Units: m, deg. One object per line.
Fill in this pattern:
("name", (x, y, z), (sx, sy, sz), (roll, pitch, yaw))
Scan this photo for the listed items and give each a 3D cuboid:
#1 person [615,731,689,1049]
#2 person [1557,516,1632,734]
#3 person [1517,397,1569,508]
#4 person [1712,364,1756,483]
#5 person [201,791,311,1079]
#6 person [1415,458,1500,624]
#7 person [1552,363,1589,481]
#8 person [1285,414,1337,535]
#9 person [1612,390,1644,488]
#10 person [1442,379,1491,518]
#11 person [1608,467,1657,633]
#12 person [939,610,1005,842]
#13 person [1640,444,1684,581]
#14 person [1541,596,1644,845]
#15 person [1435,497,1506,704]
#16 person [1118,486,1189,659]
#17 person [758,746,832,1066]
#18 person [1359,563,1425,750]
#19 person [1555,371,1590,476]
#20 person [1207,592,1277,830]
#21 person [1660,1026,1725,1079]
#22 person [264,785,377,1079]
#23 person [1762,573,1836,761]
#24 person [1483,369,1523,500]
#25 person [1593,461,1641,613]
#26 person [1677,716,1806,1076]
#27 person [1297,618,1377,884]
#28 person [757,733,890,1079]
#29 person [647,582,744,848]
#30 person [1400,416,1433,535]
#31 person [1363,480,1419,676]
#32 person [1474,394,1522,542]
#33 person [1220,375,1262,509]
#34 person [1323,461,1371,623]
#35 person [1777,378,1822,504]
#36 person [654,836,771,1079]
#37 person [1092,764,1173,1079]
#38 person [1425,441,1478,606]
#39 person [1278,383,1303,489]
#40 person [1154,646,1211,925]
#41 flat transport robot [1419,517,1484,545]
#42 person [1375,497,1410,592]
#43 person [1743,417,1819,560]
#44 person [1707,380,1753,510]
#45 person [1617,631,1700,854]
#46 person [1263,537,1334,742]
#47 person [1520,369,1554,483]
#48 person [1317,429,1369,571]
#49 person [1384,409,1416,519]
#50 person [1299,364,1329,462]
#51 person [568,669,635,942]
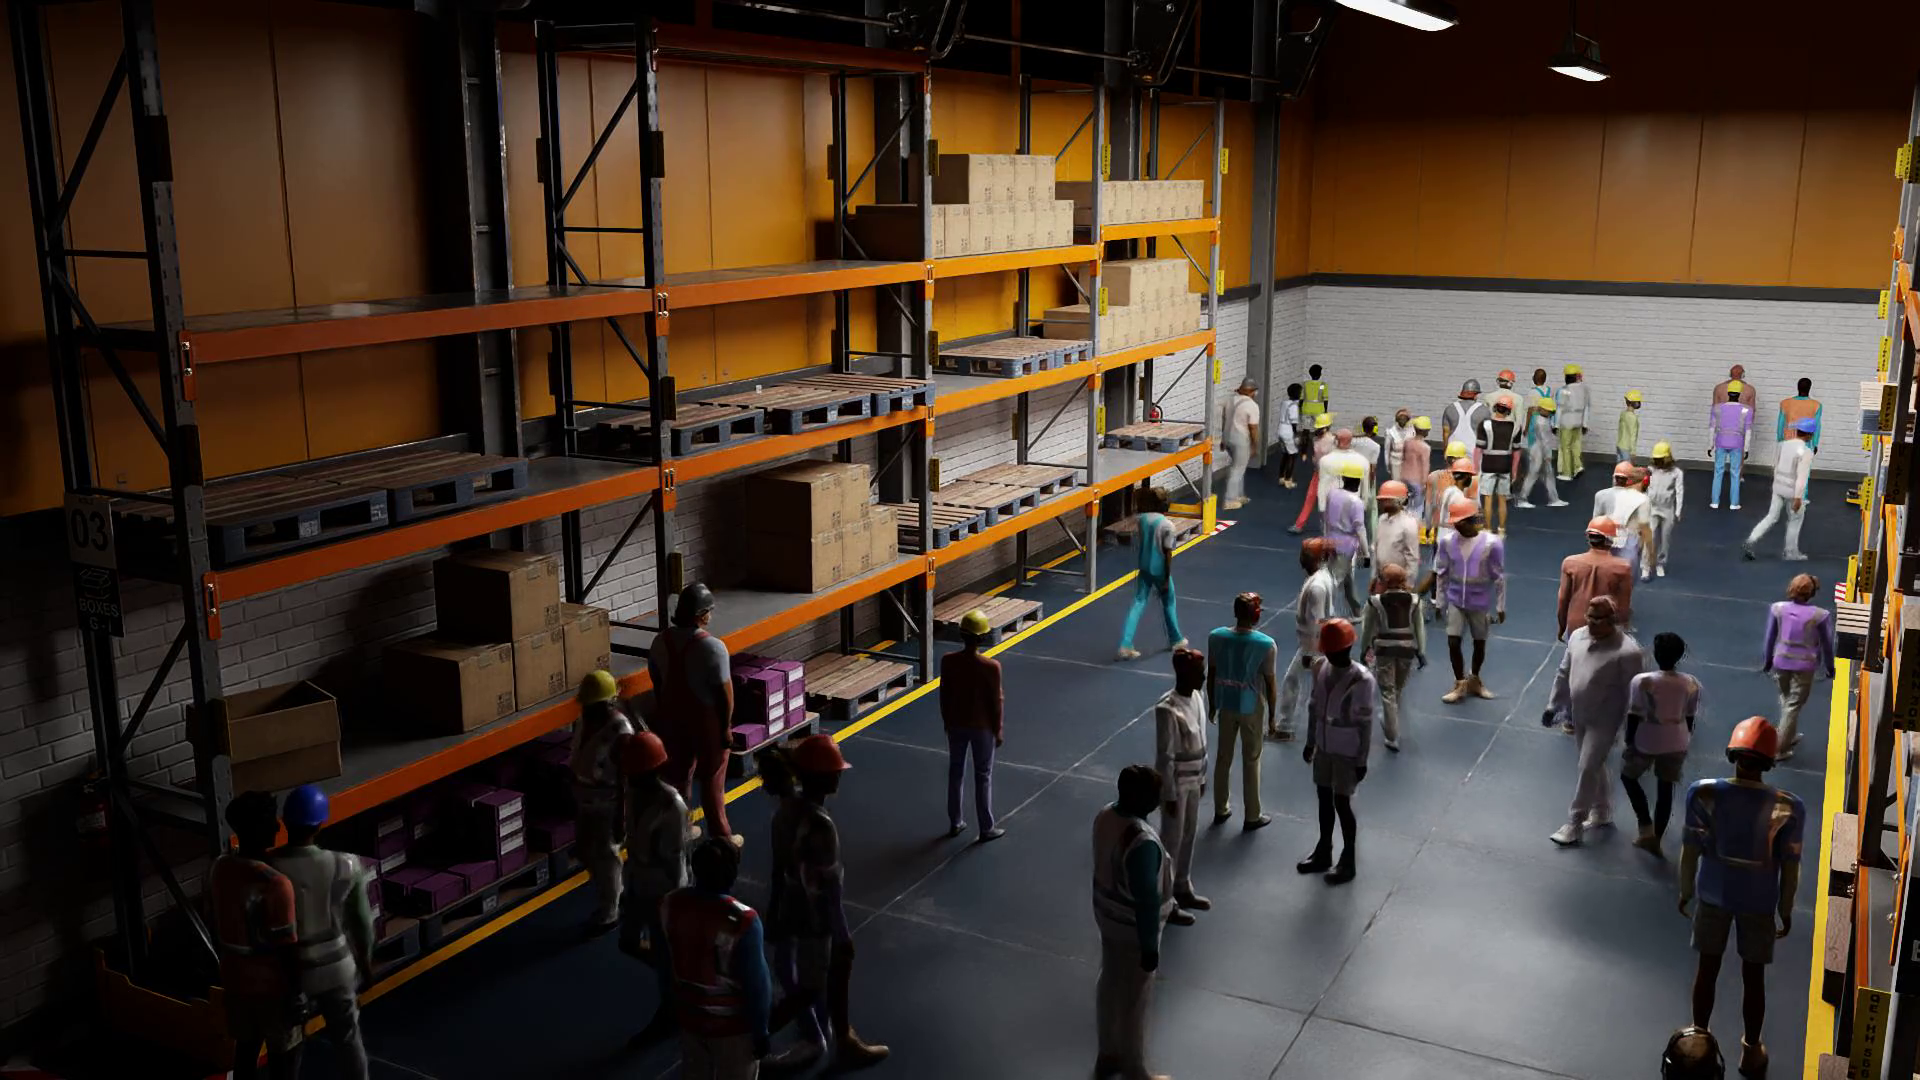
("person", (-1.744, 1.983, 9.509), (0.485, 1.918, 0.546), (-12, 17, -43))
("person", (5.628, 0.769, 14.790), (0.613, 1.985, 0.402), (7, 15, 30))
("person", (8.690, -1.276, 24.618), (0.820, 1.690, 0.517), (6, 14, 24))
("person", (12.439, -1.871, 26.789), (0.643, 1.910, 0.400), (7, 15, 30))
("person", (-3.520, 2.207, 8.396), (0.607, 1.966, 0.373), (7, 15, 30))
("person", (5.446, 0.030, 18.363), (1.043, 1.868, 0.556), (4, 13, 16))
("person", (9.857, -1.902, 26.922), (0.581, 1.907, 0.441), (-5, 14, -23))
("person", (4.946, -0.877, 22.796), (0.922, 1.707, 0.537), (-8, 15, -32))
("person", (9.980, -1.362, 24.827), (0.326, 1.767, 0.533), (1, 13, 2))
("person", (7.327, -1.325, 24.040), (0.681, 2.000, 0.536), (7, 15, 30))
("person", (7.308, 0.114, 18.120), (0.470, 1.808, 0.690), (0, 13, -1))
("person", (0.094, 1.390, 12.503), (0.526, 1.769, 0.328), (7, 15, 30))
("person", (8.575, -0.332, 20.378), (0.506, 1.692, 0.907), (6, 14, 26))
("person", (4.685, 1.338, 12.501), (0.850, 1.875, 0.651), (-5, 14, -22))
("person", (4.822, 0.566, 15.668), (0.646, 1.999, 0.627), (9, 15, 35))
("person", (2.013, 0.329, 17.184), (0.511, 1.806, 0.959), (12, 17, 42))
("person", (-0.890, 2.026, 9.487), (0.391, 1.850, 0.718), (5, 14, 22))
("person", (3.779, 0.990, 14.655), (0.527, 1.591, 0.820), (-1, 13, -5))
("person", (10.050, -1.910, 27.328), (0.564, 1.742, 0.347), (7, 15, 30))
("person", (2.141, 1.304, 12.715), (0.567, 1.841, 0.377), (9, 15, 34))
("person", (2.738, 2.713, 6.405), (0.505, 1.845, 0.345), (0, 13, -2))
("person", (-3.319, 2.201, 8.533), (0.636, 1.922, 0.418), (-5, 14, -23))
("person", (7.243, 1.072, 14.294), (0.754, 1.610, 0.520), (-9, 15, -34))
("person", (8.292, -1.614, 25.459), (0.613, 1.985, 0.402), (7, 15, 30))
("person", (7.459, -0.023, 18.858), (0.564, 1.752, 0.339), (7, 15, 30))
("person", (4.330, 1.971, 9.275), (0.609, 2.044, 0.394), (7, 15, 30))
("person", (2.660, 1.470, 11.813), (0.406, 1.921, 0.563), (-7, 15, -30))
("person", (-0.869, 2.038, 9.073), (0.943, 2.013, 0.617), (-4, 13, -16))
("person", (-1.921, 1.298, 12.295), (0.681, 2.000, 0.536), (7, 15, 30))
("person", (6.056, -0.796, 22.339), (0.573, 1.745, 0.551), (-7, 14, -28))
("person", (4.285, 0.389, 16.480), (0.395, 1.992, 0.619), (-5, 14, -22))
("person", (7.248, -0.969, 22.502), (0.614, 2.026, 0.422), (-1, 13, -4))
("person", (4.226, -1.479, 24.730), (0.771, 2.000, 0.698), (-6, 14, -26))
("person", (4.236, 0.061, 18.202), (0.956, 1.874, 0.597), (-4, 13, -18))
("person", (12.598, -1.483, 25.024), (0.590, 1.919, 0.394), (10, 16, 37))
("person", (-1.174, 2.329, 8.133), (0.624, 1.845, 0.430), (7, 15, 30))
("person", (0.947, 2.110, 9.116), (0.429, 1.839, 0.633), (-4, 13, -17))
("person", (5.655, -0.182, 19.179), (0.589, 1.928, 0.385), (7, 15, 30))
("person", (5.215, -1.655, 26.330), (0.343, 1.684, 0.581), (-1, 13, -2))
("person", (1.500, 1.629, 11.182), (0.361, 1.879, 0.583), (8, 15, 33))
("flat transport robot", (6.653, -0.160, 22.821), (0.652, 0.197, 1.431), (8, 15, 33))
("person", (4.653, 0.246, 17.797), (0.370, 1.682, 0.552), (-3, 13, -13))
("person", (10.538, -0.641, 21.307), (0.876, 1.904, 0.645), (-2, 13, -9))
("person", (11.396, -1.404, 24.649), (0.589, 1.928, 0.385), (7, 15, 30))
("person", (5.126, 1.491, 12.221), (0.557, 1.684, 0.367), (-1, 13, -5))
("person", (3.149, 0.881, 14.626), (0.901, 1.850, 0.603), (3, 13, 12))
("person", (9.295, -1.836, 26.772), (0.505, 1.845, 0.345), (-5, 14, -22))
("person", (4.702, -0.445, 20.526), (0.662, 1.847, 1.013), (-1, 13, -2))
("person", (6.360, -1.087, 23.912), (0.532, 1.612, 0.461), (4, 13, 18))
("person", (6.082, -2.175, 28.630), (0.535, 1.694, 0.321), (7, 15, 30))
("person", (-2.361, 1.715, 10.919), (0.420, 1.829, 0.603), (-12, 17, -42))
